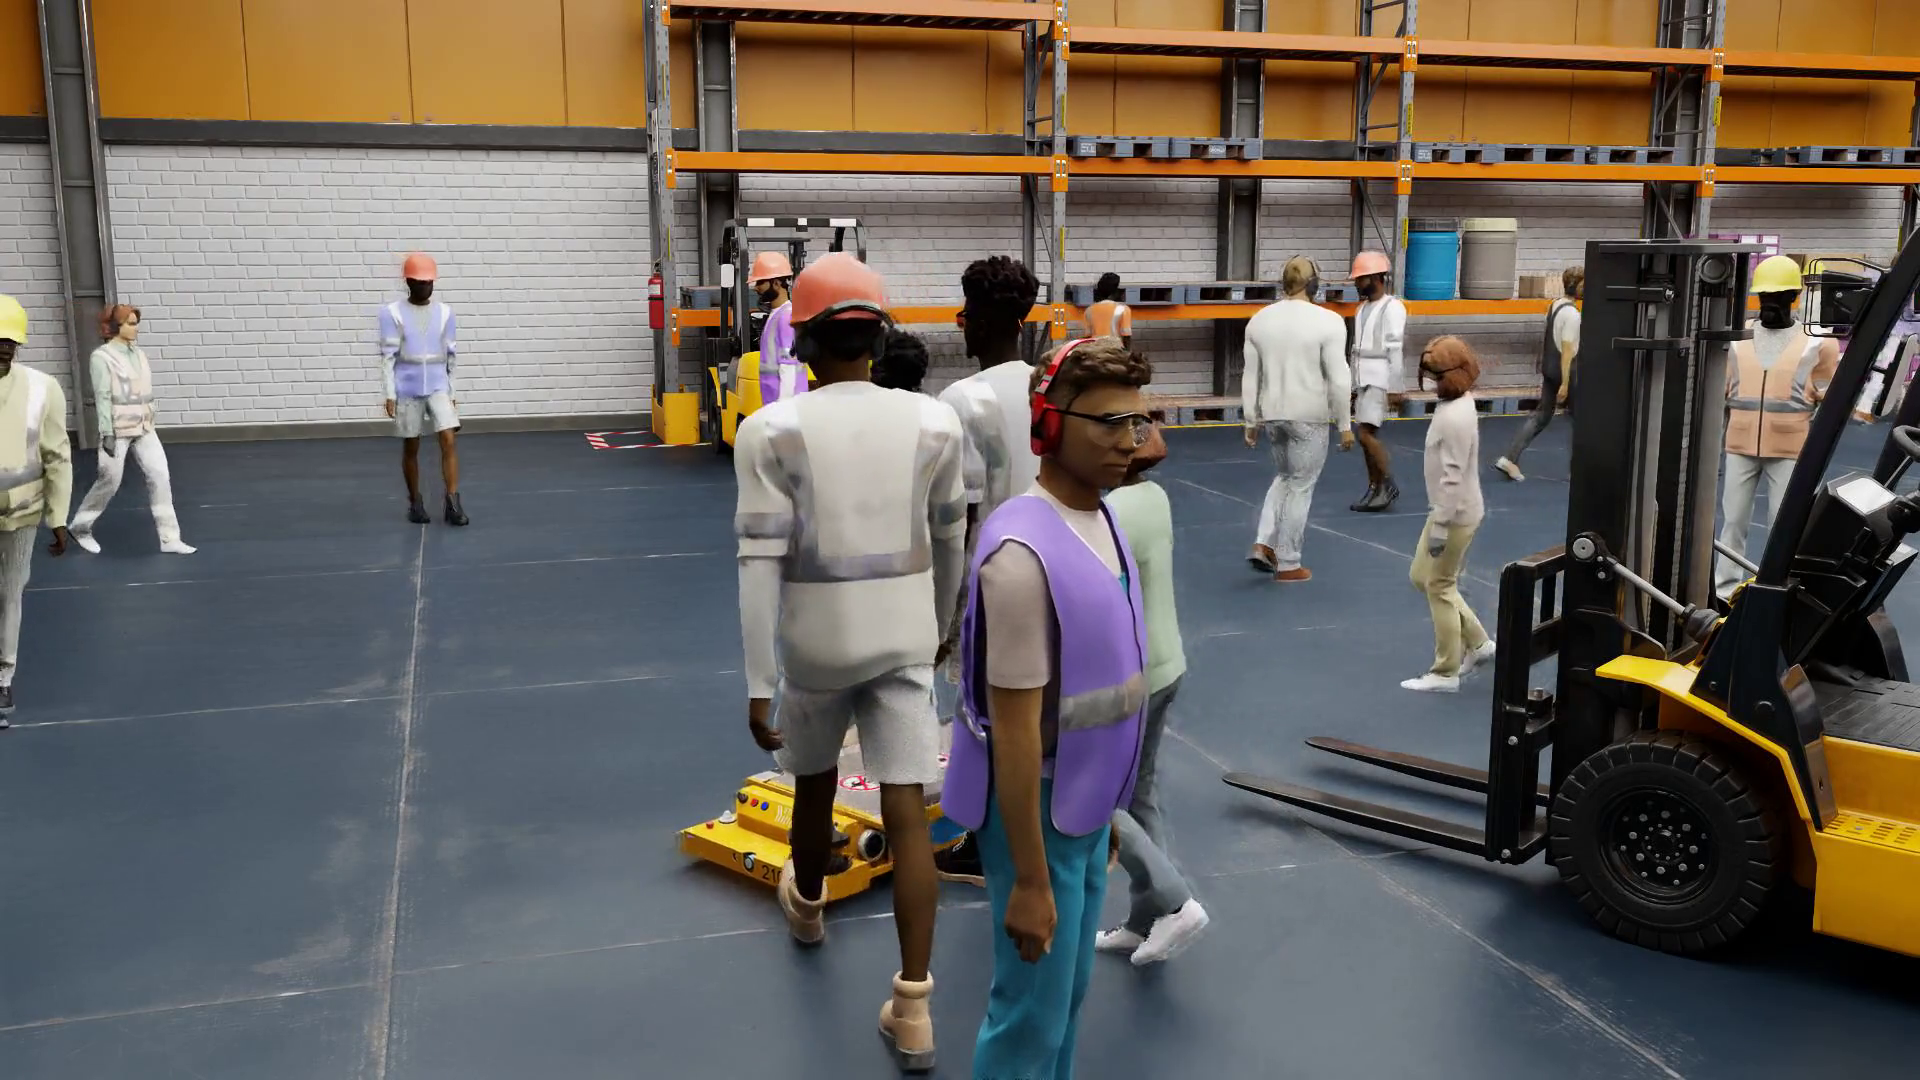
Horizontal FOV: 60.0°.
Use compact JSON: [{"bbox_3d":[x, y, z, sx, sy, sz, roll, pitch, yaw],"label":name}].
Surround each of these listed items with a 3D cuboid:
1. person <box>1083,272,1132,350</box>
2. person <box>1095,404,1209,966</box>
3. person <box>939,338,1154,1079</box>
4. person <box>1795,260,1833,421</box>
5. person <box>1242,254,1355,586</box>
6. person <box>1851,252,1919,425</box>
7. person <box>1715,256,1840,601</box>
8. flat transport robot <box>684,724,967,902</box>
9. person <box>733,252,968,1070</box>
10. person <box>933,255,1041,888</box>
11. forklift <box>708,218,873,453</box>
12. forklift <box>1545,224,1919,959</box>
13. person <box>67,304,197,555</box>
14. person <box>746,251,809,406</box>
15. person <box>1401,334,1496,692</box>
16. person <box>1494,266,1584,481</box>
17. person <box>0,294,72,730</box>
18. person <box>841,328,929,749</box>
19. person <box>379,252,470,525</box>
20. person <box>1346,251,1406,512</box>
[{"bbox_3d":[1.423,-1.737,16.052,0.551,1.682,0.383,8,13,38],"label":"person"},{"bbox_3d":[0.463,0.398,4.549,0.377,1.614,0.547,5,11,24],"label":"person"},{"bbox_3d":[0.169,0.541,3.151,0.387,1.841,0.565,3,11,17],"label":"person"},{"bbox_3d":[9.357,-2.187,18.315,0.326,1.767,0.533,-2,11,-12],"label":"person"},{"bbox_3d":[1.972,-0.684,9.649,0.439,1.924,0.634,-9,14,-40],"label":"person"},{"bbox_3d":[10.081,-2.179,17.992,1.071,1.881,0.653,-4,11,-22],"label":"person"},{"bbox_3d":[4.121,-0.477,8.500,0.590,1.926,0.388,9,14,40],"label":"person"},{"bbox_3d":[-0.172,0.867,5.674,0.652,0.197,1.431,9,14,42],"label":"flat transport robot"},{"bbox_3d":[-0.279,0.261,4.314,0.628,1.980,1.091,-3,11,-16],"label":"person"},{"bbox_3d":[0.120,0.103,5.210,0.367,1.966,0.606,9,14,40],"label":"person"},{"bbox_3d":[-1.522,-1.778,14.899,1.214,2.155,2.313,-3,11,-17],"label":"forklift"},{"bbox_3d":[2.909,0.117,4.508,2.313,2.155,1.214,9,14,40],"label":"forklift"},{"bbox_3d":[-5.330,-0.696,10.559,0.813,1.604,0.520,2,11,13],"label":"person"},{"bbox_3d":[-1.171,-0.884,10.731,0.381,1.929,0.538,-3,11,-15],"label":"person"},{"bbox_3d":[2.141,-0.094,7.243,0.364,1.608,0.553,3,11,14],"label":"person"},{"bbox_3d":[4.898,-1.343,13.643,0.949,1.800,0.550,-1,10,-4],"label":"person"},{"bbox_3d":[-3.993,-0.110,6.868,0.619,1.787,0.747,-8,13,-37],"label":"person"},{"bbox_3d":[-0.161,-0.006,6.607,0.726,1.672,0.535,-2,10,-9],"label":"person"},{"bbox_3d":[-3.735,-1.031,11.597,0.571,1.909,0.772,-6,12,-31],"label":"person"},{"bbox_3d":[3.010,-1.142,12.174,0.415,1.914,0.568,-3,11,-17],"label":"person"}]
